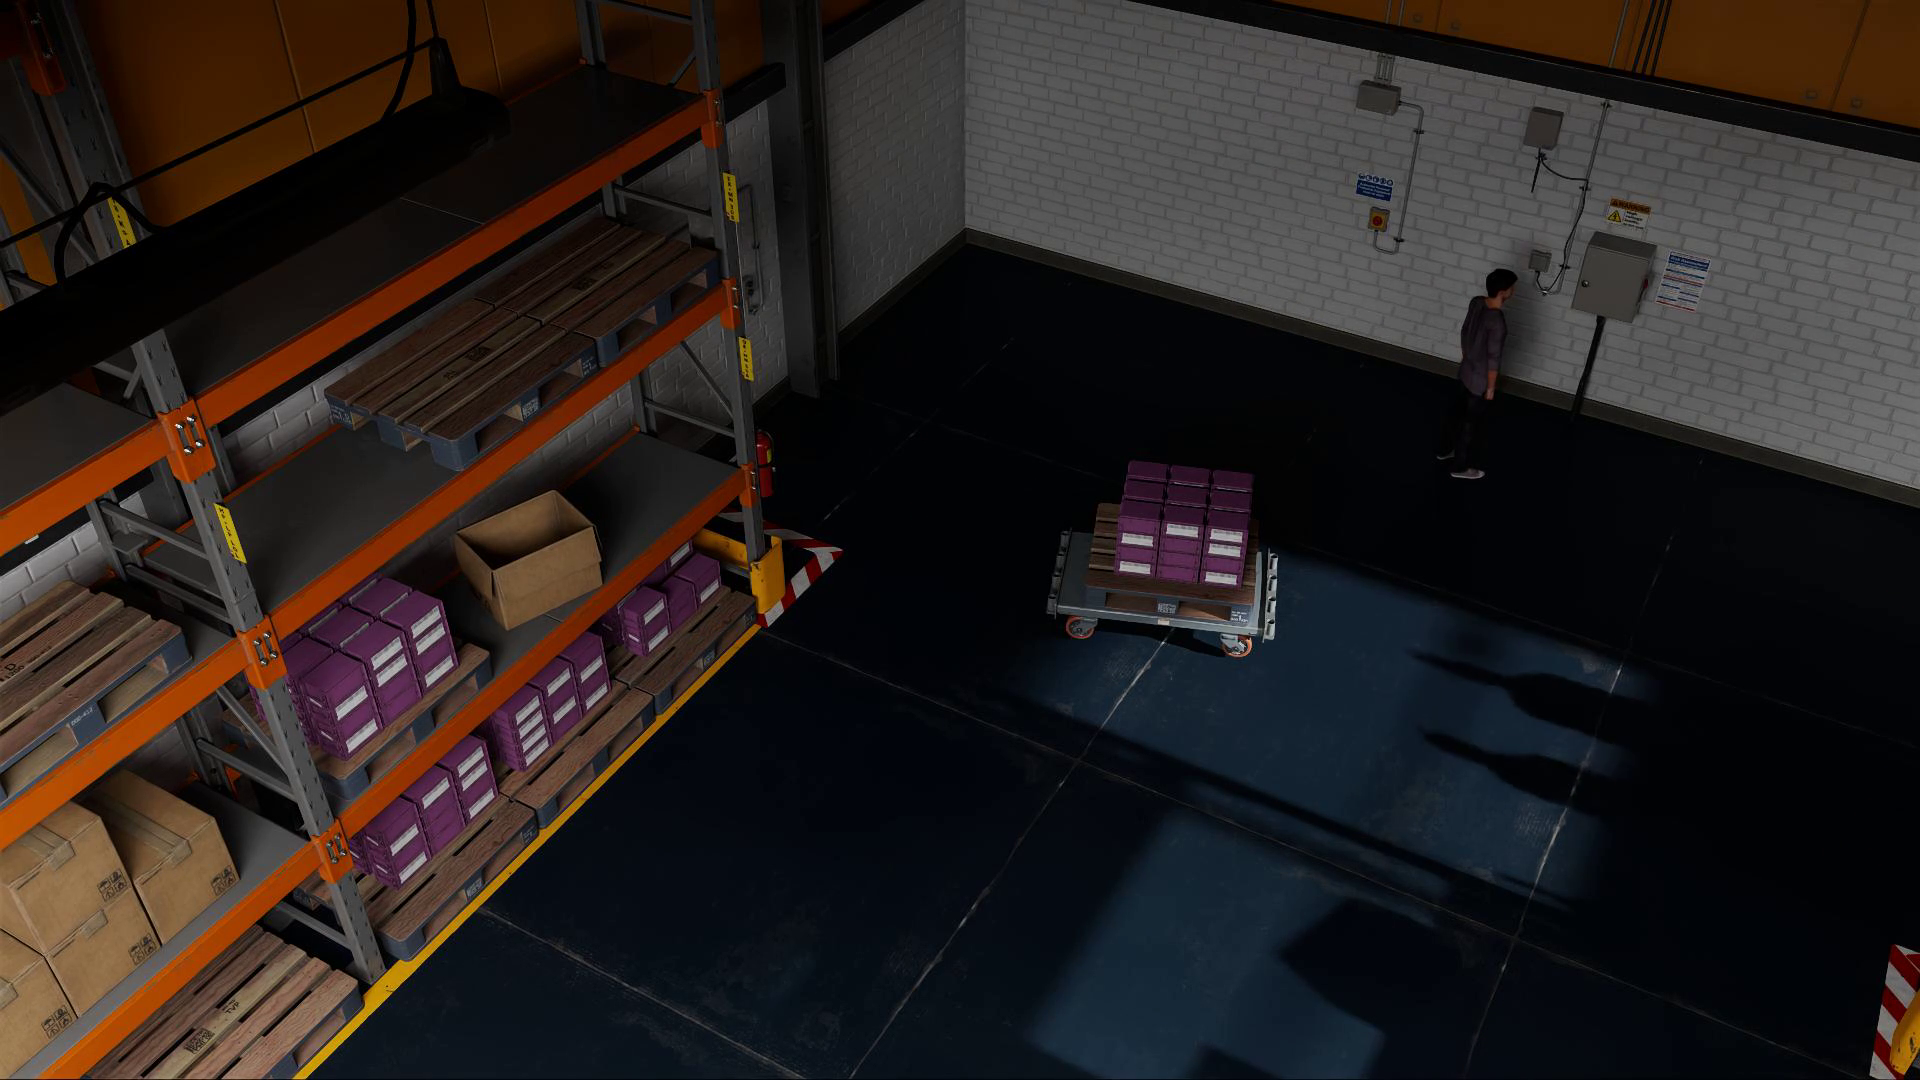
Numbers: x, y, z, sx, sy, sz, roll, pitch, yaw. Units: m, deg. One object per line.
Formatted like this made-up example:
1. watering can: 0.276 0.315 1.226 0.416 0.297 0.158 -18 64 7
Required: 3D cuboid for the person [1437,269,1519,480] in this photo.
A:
1. person: 4.199 -1.368 13.490 0.796 1.851 0.708 -6 39 -8
